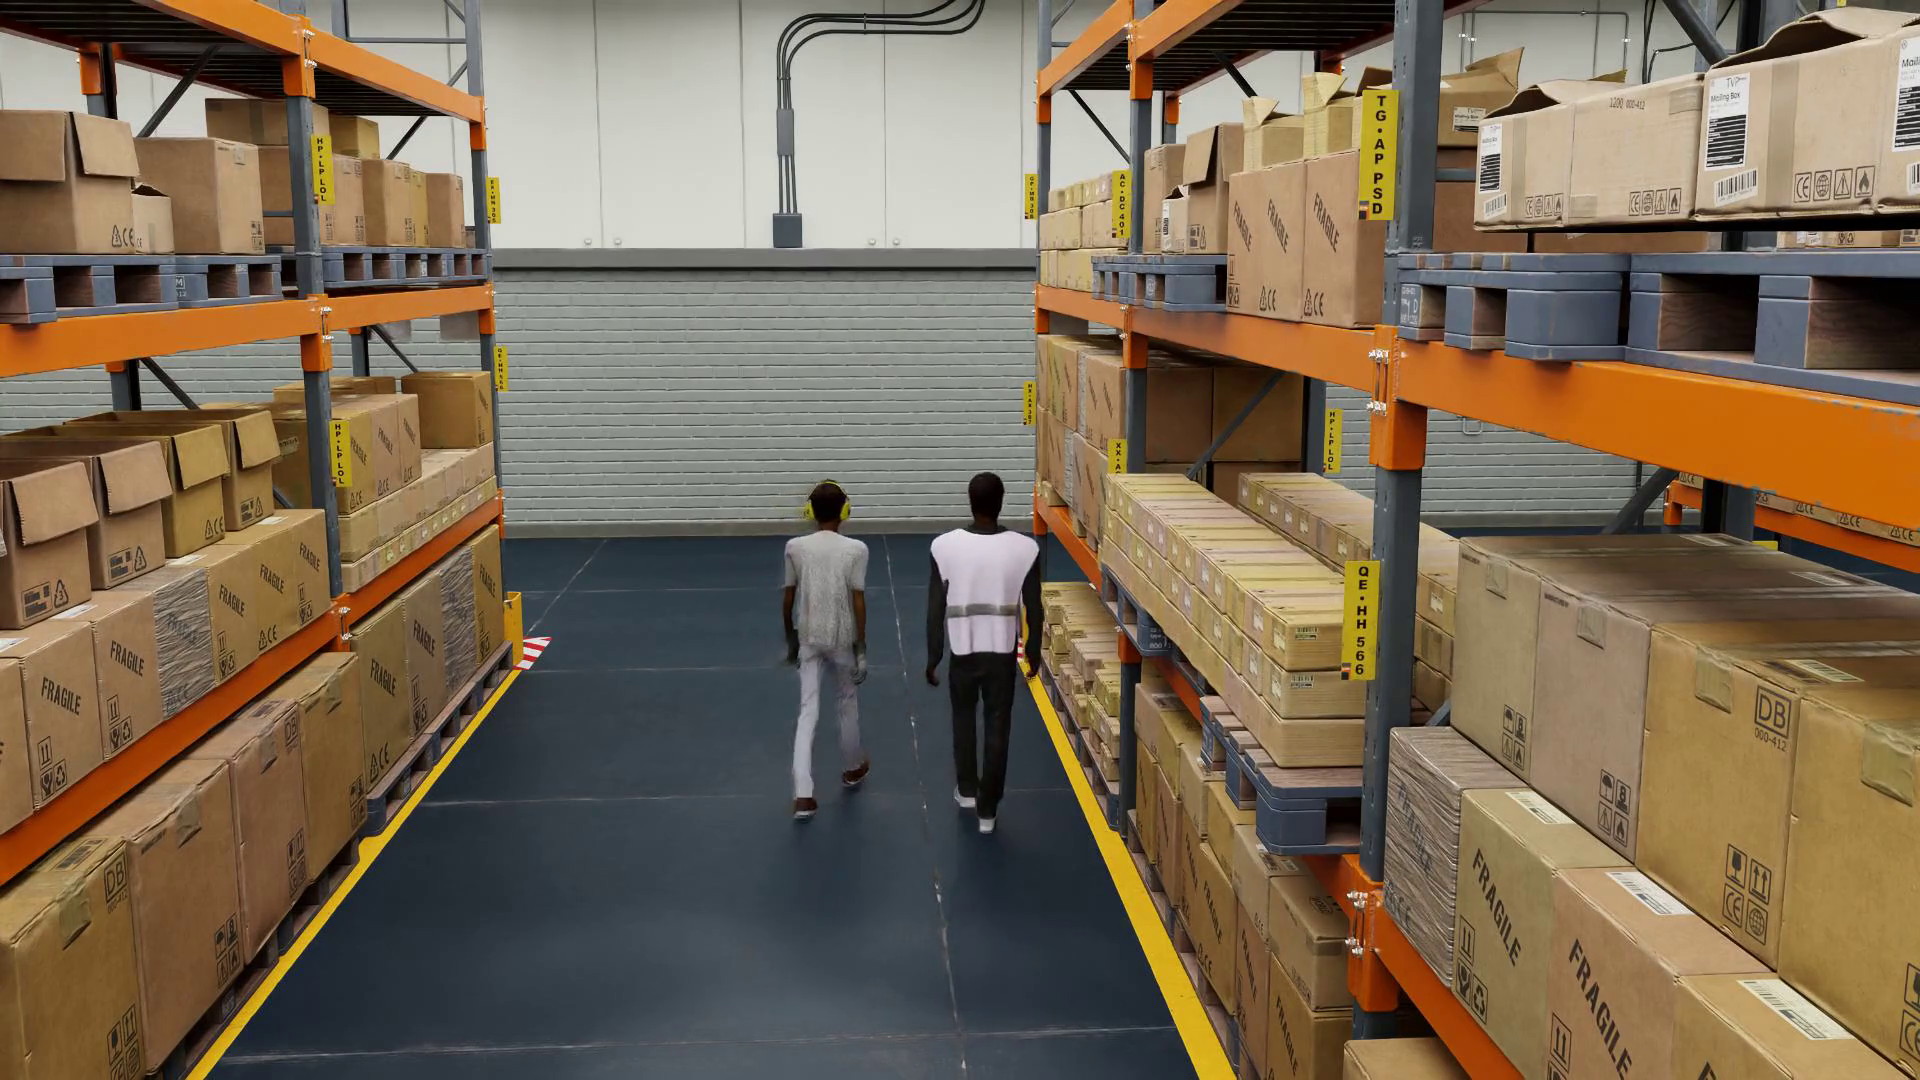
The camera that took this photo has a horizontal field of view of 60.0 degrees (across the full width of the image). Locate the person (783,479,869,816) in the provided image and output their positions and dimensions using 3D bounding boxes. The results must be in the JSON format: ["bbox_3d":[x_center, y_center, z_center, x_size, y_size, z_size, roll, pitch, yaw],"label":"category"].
[{"bbox_3d":[-0.755,0.573,9.253,0.538,1.817,0.993,2,10,11],"label":"person"}]

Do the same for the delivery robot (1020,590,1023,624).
[{"bbox_3d":[0.510,0.465,13.299,0.707,0.478,0.477,0,10,3],"label":"delivery robot"}]

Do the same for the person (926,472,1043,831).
[{"bbox_3d":[0.134,0.569,9.005,0.630,1.892,0.760,0,10,0],"label":"person"}]

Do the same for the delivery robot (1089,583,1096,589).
[{"bbox_3d":[1.112,0.505,13.062,0.707,0.478,0.477,-9,13,-43],"label":"delivery robot"}]
